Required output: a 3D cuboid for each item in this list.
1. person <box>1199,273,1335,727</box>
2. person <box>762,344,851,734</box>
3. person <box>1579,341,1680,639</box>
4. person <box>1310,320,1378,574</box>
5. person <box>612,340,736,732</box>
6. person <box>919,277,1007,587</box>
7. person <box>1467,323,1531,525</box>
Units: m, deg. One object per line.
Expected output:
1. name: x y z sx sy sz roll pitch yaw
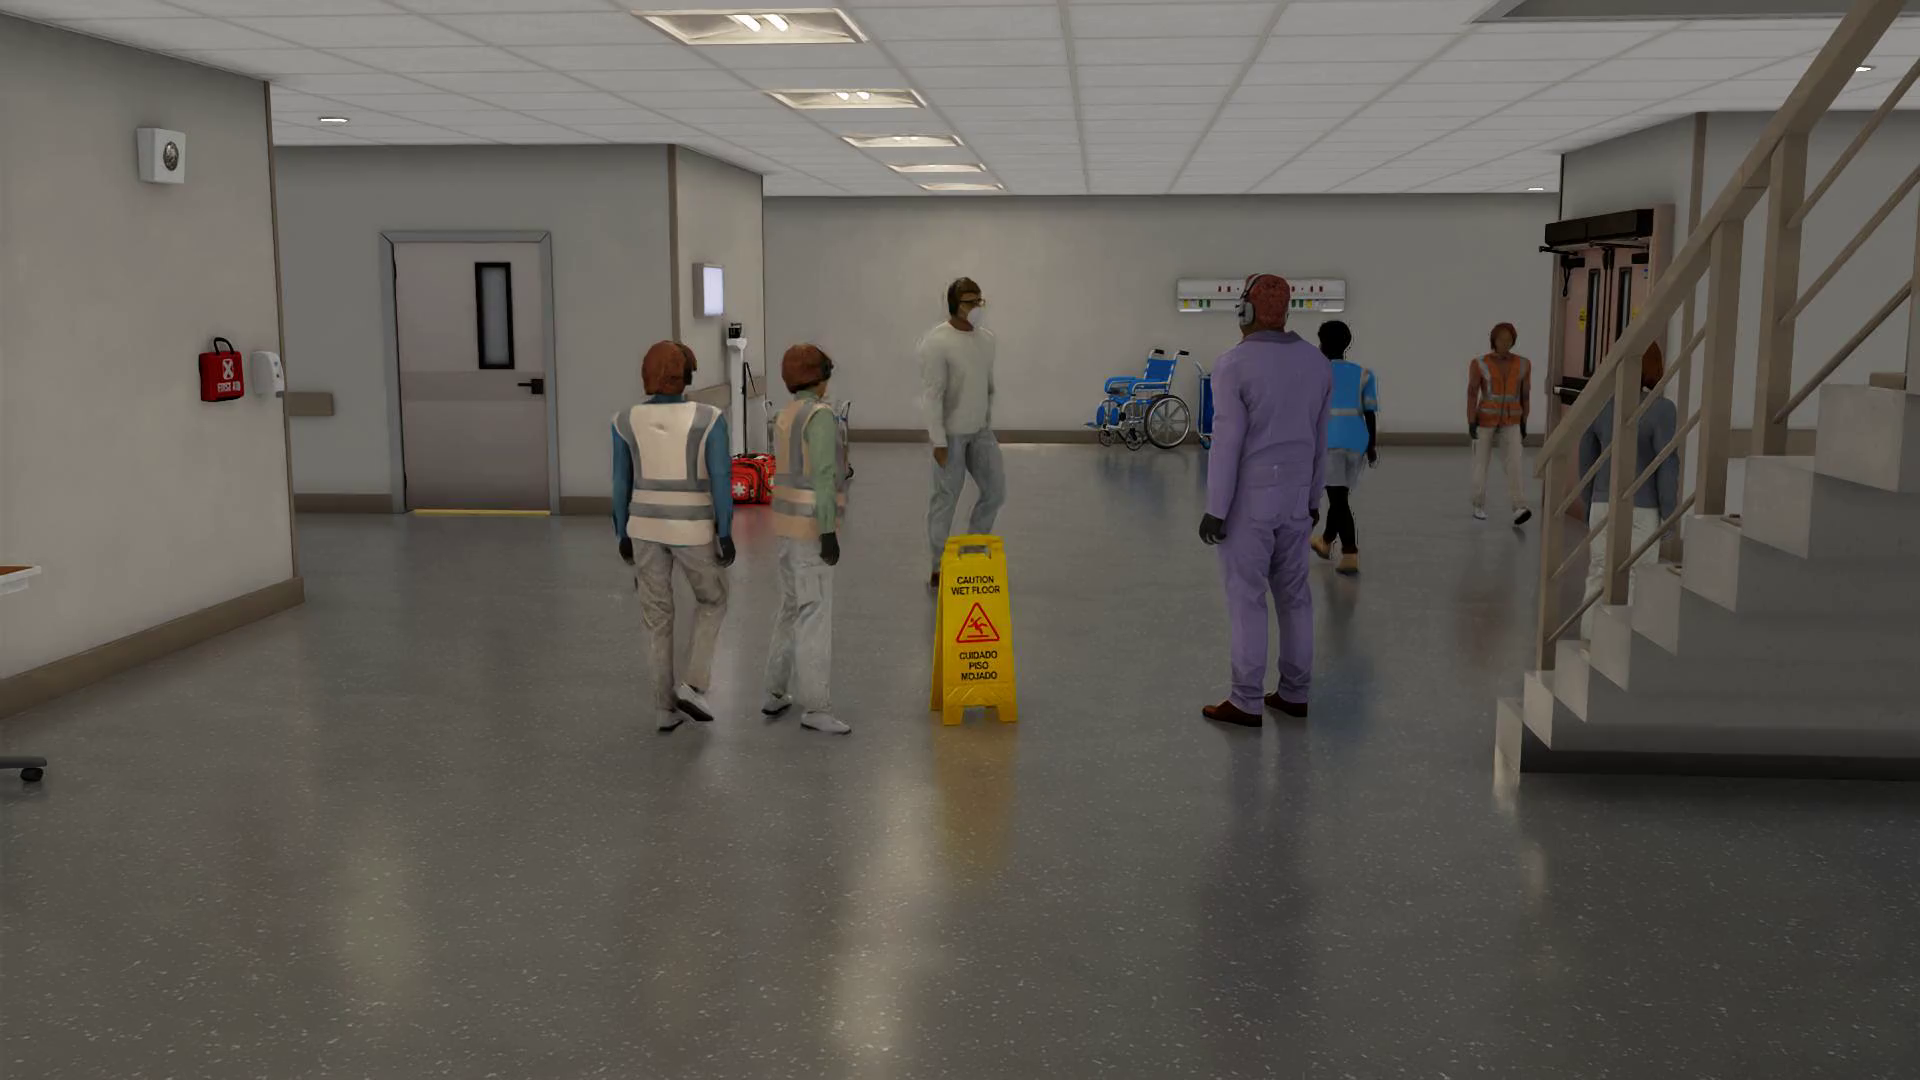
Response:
1. person: 1.272 -0.169 7.069 0.652 1.906 0.402 -5 10 -33
2. person: -0.646 -0.009 6.987 0.334 1.613 0.614 -3 9 -20
3. person: 3.131 -0.141 7.802 0.286 1.633 0.498 -6 10 -35
4. person: 2.475 -0.624 11.032 0.527 1.636 0.919 -2 9 -16
5. person: -1.185 -0.012 6.909 0.536 1.625 0.371 1 8 9
6. person: 0.029 -0.630 10.155 0.584 1.916 0.654 8 11 42
7. person: 4.288 -0.916 13.206 0.529 1.588 0.882 0 8 3
